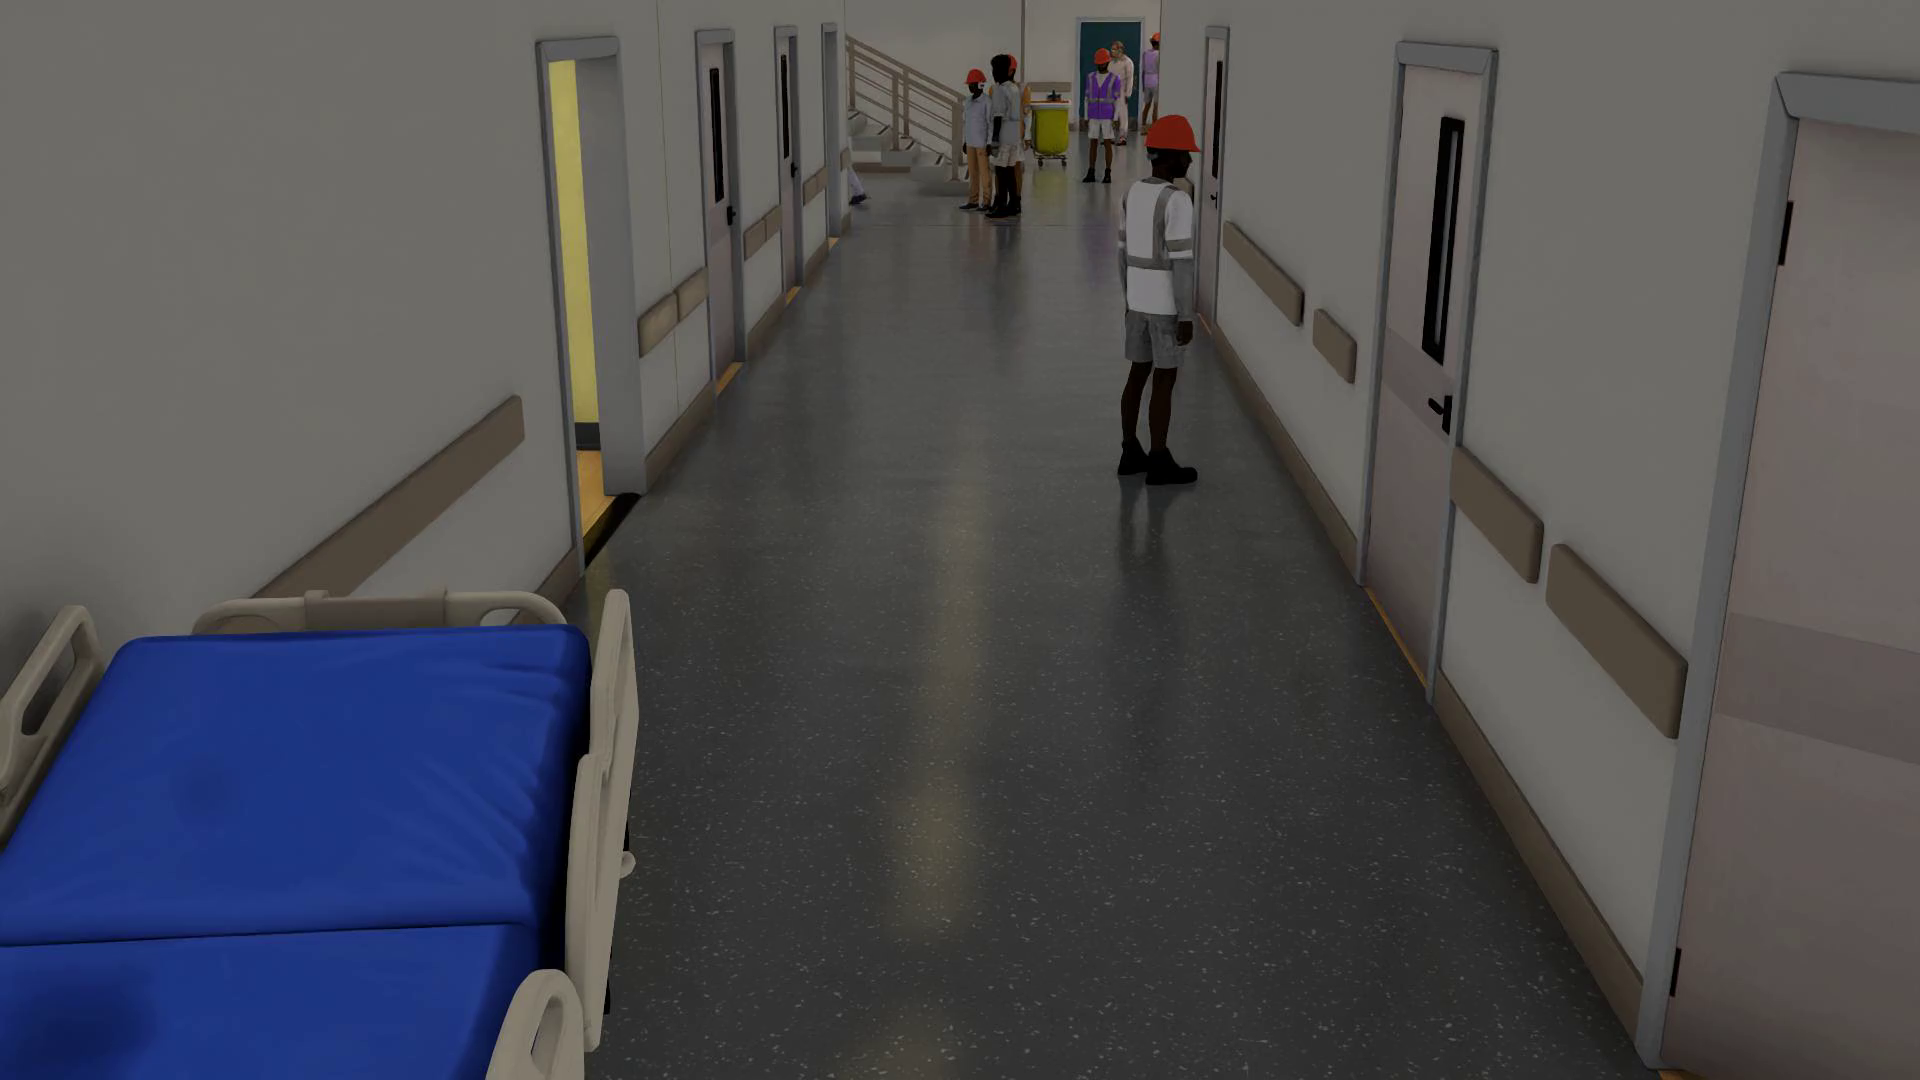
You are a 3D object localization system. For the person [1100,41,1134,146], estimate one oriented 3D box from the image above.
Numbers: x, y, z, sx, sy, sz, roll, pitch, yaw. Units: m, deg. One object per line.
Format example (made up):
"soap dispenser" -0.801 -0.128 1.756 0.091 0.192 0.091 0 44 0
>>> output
"person" 2.953 -8.402 31.322 0.399 1.905 0.642 -16 24 -41

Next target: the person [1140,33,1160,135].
"person" 3.953 -9.243 33.770 0.409 2.029 0.614 -15 23 -39

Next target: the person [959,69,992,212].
"person" 0.209 -5.034 20.979 0.341 1.749 0.572 -14 22 -37

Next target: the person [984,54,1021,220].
"person" 0.530 -4.864 20.127 0.387 1.954 0.610 8 19 23

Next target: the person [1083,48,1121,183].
"person" 2.072 -6.220 24.425 0.543 1.928 0.374 7 19 21

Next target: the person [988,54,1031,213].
"person" 0.602 -5.057 20.753 0.550 1.935 0.376 5 18 15

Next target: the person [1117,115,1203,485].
"person" 1.070 -1.261 8.830 0.363 1.934 0.553 -10 20 -29
